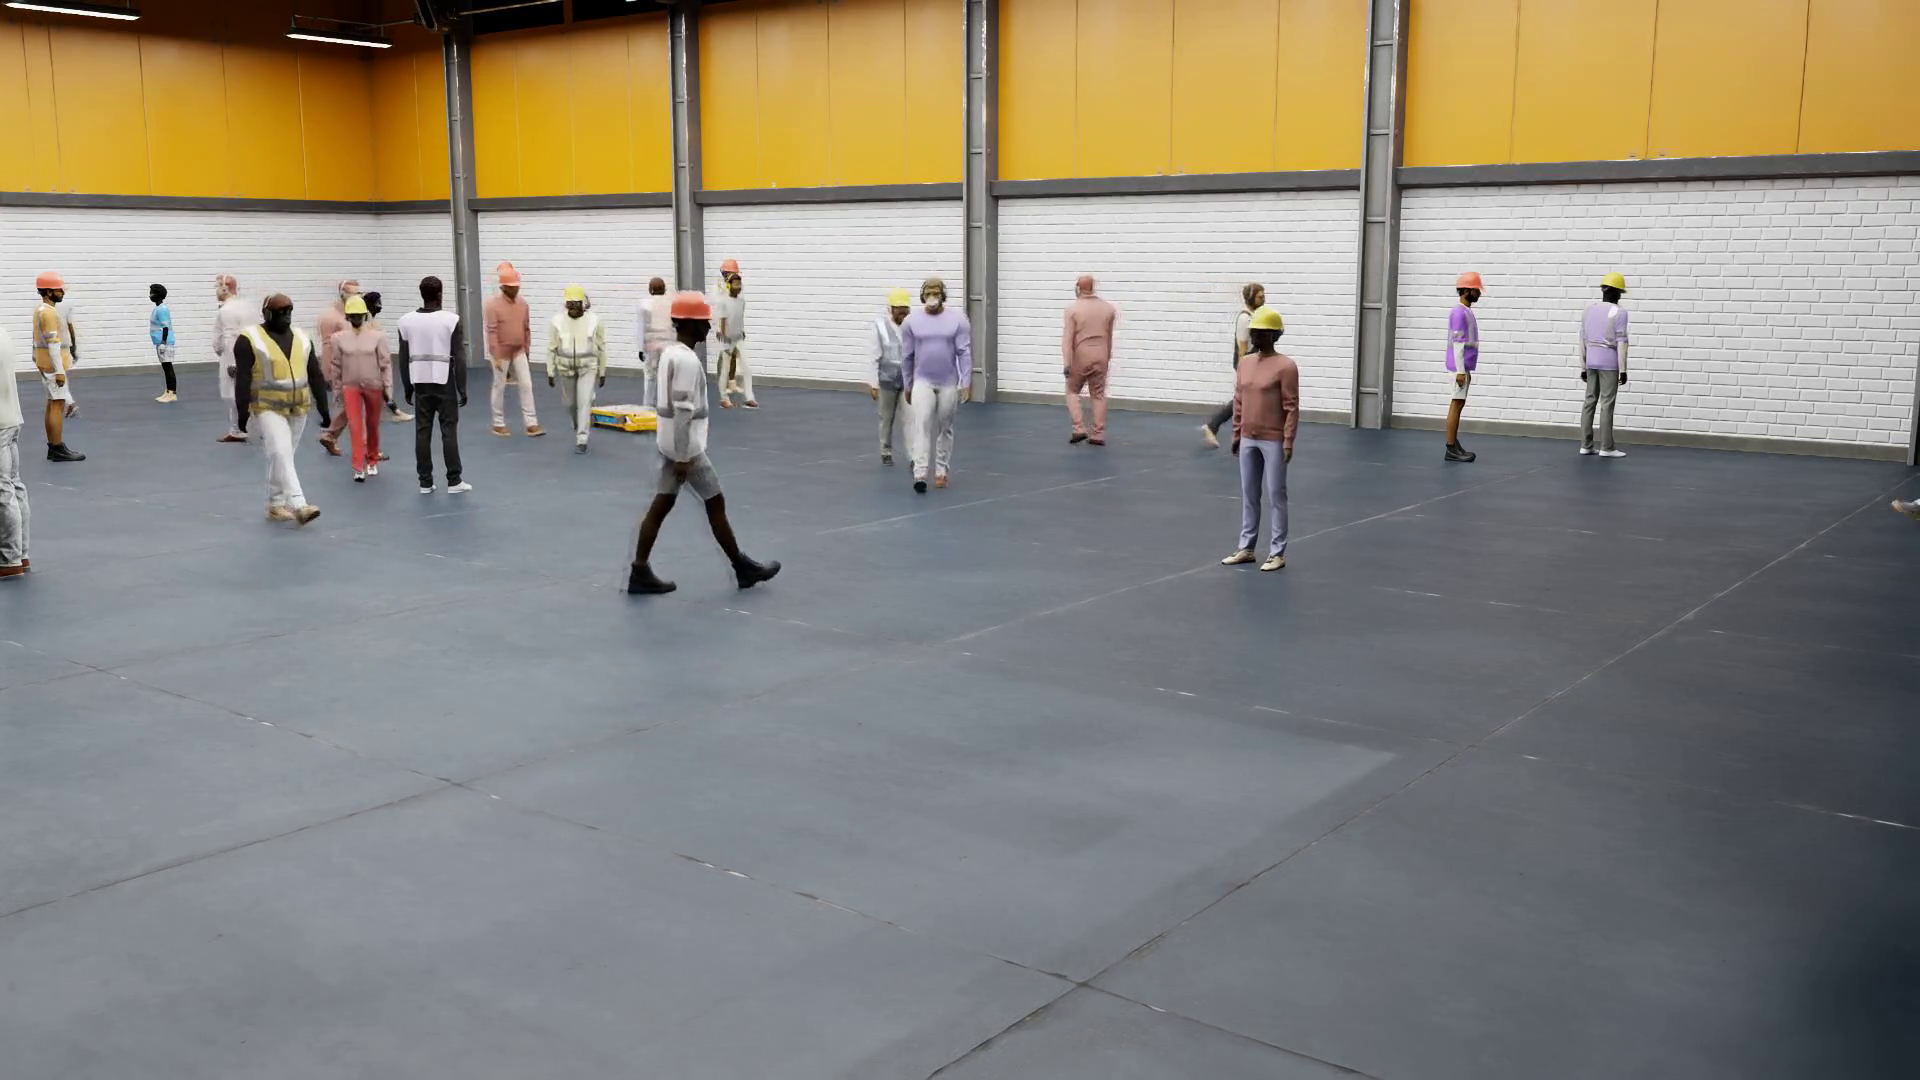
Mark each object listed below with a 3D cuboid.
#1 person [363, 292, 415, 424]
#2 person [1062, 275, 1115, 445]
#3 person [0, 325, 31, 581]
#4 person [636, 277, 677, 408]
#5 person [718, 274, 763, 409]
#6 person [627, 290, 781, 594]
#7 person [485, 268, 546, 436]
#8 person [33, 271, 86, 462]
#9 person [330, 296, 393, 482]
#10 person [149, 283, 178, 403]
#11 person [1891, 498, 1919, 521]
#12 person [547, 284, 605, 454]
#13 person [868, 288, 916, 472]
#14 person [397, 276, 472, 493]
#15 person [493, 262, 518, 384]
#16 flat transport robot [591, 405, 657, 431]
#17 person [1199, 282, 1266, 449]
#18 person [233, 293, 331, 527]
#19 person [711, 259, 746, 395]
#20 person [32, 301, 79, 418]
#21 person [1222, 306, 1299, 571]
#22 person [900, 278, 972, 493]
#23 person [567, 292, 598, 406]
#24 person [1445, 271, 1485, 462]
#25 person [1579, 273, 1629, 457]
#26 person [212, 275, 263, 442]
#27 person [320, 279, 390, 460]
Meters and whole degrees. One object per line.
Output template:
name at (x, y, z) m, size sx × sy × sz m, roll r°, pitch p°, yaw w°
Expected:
person at (-7.290, -2.256, 20.678) m, size 0.891 × 1.646 × 0.540 m, roll -2°, pitch 10°, yaw -10°
person at (1.401, -1.981, 18.400) m, size 0.686 × 1.886 × 0.483 m, roll -4°, pitch 11°, yaw -24°
person at (-6.281, -0.699, 10.768) m, size 0.370 × 1.941 × 0.627 m, roll -3°, pitch 10°, yaw -16°
person at (-3.932, -2.507, 21.685) m, size 0.647 × 1.798 × 0.921 m, roll -4°, pitch 10°, yaw -22°
person at (-3.025, -2.681, 22.603) m, size 0.504 × 1.836 × 0.849 m, roll -9°, pitch 14°, yaw -44°
person at (-1.652, -0.601, 10.356) m, size 0.978 × 1.881 × 0.567 m, roll -4°, pitch 11°, yaw -22°
person at (-5.157, -2.145, 19.172) m, size 0.889 × 1.942 × 0.625 m, roll 9°, pitch 13°, yaw 42°
person at (-9.231, -1.768, 16.997) m, size 0.357 × 1.937 × 0.551 m, roll -7°, pitch 12°, yaw -36°
person at (-5.602, -1.420, 15.602) m, size 0.542 × 1.713 × 0.899 m, roll -3°, pitch 10°, yaw -18°
person at (-11.350, -2.795, 23.674) m, size 0.321 × 1.697 × 0.530 m, roll -6°, pitch 11°, yaw -30°
person at (7.836, -1.016, 12.927) m, size 1.002 × 1.824 × 0.577 m, roll 4°, pitch 10°, yaw 20°
person at (-4.115, -1.850, 17.889) m, size 0.602 × 1.802 × 0.858 m, roll 0°, pitch 10°, yaw -3°
person at (-0.607, -1.563, 16.277) m, size 0.612 × 1.780 × 0.946 m, roll -3°, pitch 10°, yaw -16°
person at (-4.647, -1.362, 14.688) m, size 0.590 × 1.919 × 0.394 m, roll 1°, pitch 10°, yaw 5°
person at (-7.422, -3.541, 27.173) m, size 0.391 × 1.989 × 0.610 m, roll -3°, pitch 10°, yaw -16°
flat transport robot at (-4.046, -1.501, 20.287) m, size 0.652 × 0.197 × 1.431 m, roll -8°, pitch 13°, yaw -39°
person at (3.016, -1.849, 17.824) m, size 0.859 × 1.820 × 0.517 m, roll 2°, pitch 10°, yaw 12°
person at (-5.215, -1.008, 12.963) m, size 0.935 × 1.794 × 0.661 m, roll 7°, pitch 12°, yaw 35°
person at (-3.467, -3.211, 25.095) m, size 0.372 × 2.044 × 0.608 m, roll 6°, pitch 12°, yaw 33°
person at (-11.741, -2.501, 21.578) m, size 0.918 × 1.836 × 0.530 m, roll 7°, pitch 12°, yaw 34°
person at (2.025, -0.677, 11.138) m, size 0.323 × 1.771 × 0.525 m, roll -8°, pitch 12°, yaw -38°
person at (-0.216, -1.354, 14.722) m, size 0.636 × 1.897 × 0.977 m, roll 0°, pitch 10°, yaw 0°
person at (-5.338, -2.695, 23.361) m, size 0.510 × 1.608 × 0.765 m, roll -6°, pitch 11°, yaw -31°
person at (5.154, -1.773, 17.019) m, size 0.353 × 1.941 × 0.543 m, roll 4°, pitch 10°, yaw 21°
person at (6.730, -1.820, 17.362) m, size 0.390 × 1.916 × 0.585 m, roll -5°, pitch 11°, yaw -26°
person at (-8.044, -2.014, 18.588) m, size 0.610 × 1.891 × 0.649 m, roll -1°, pitch 10°, yaw -8°
person at (-6.326, -1.763, 17.200) m, size 0.949 × 1.870 × 0.634 m, roll 4°, pitch 10°, yaw 20°
